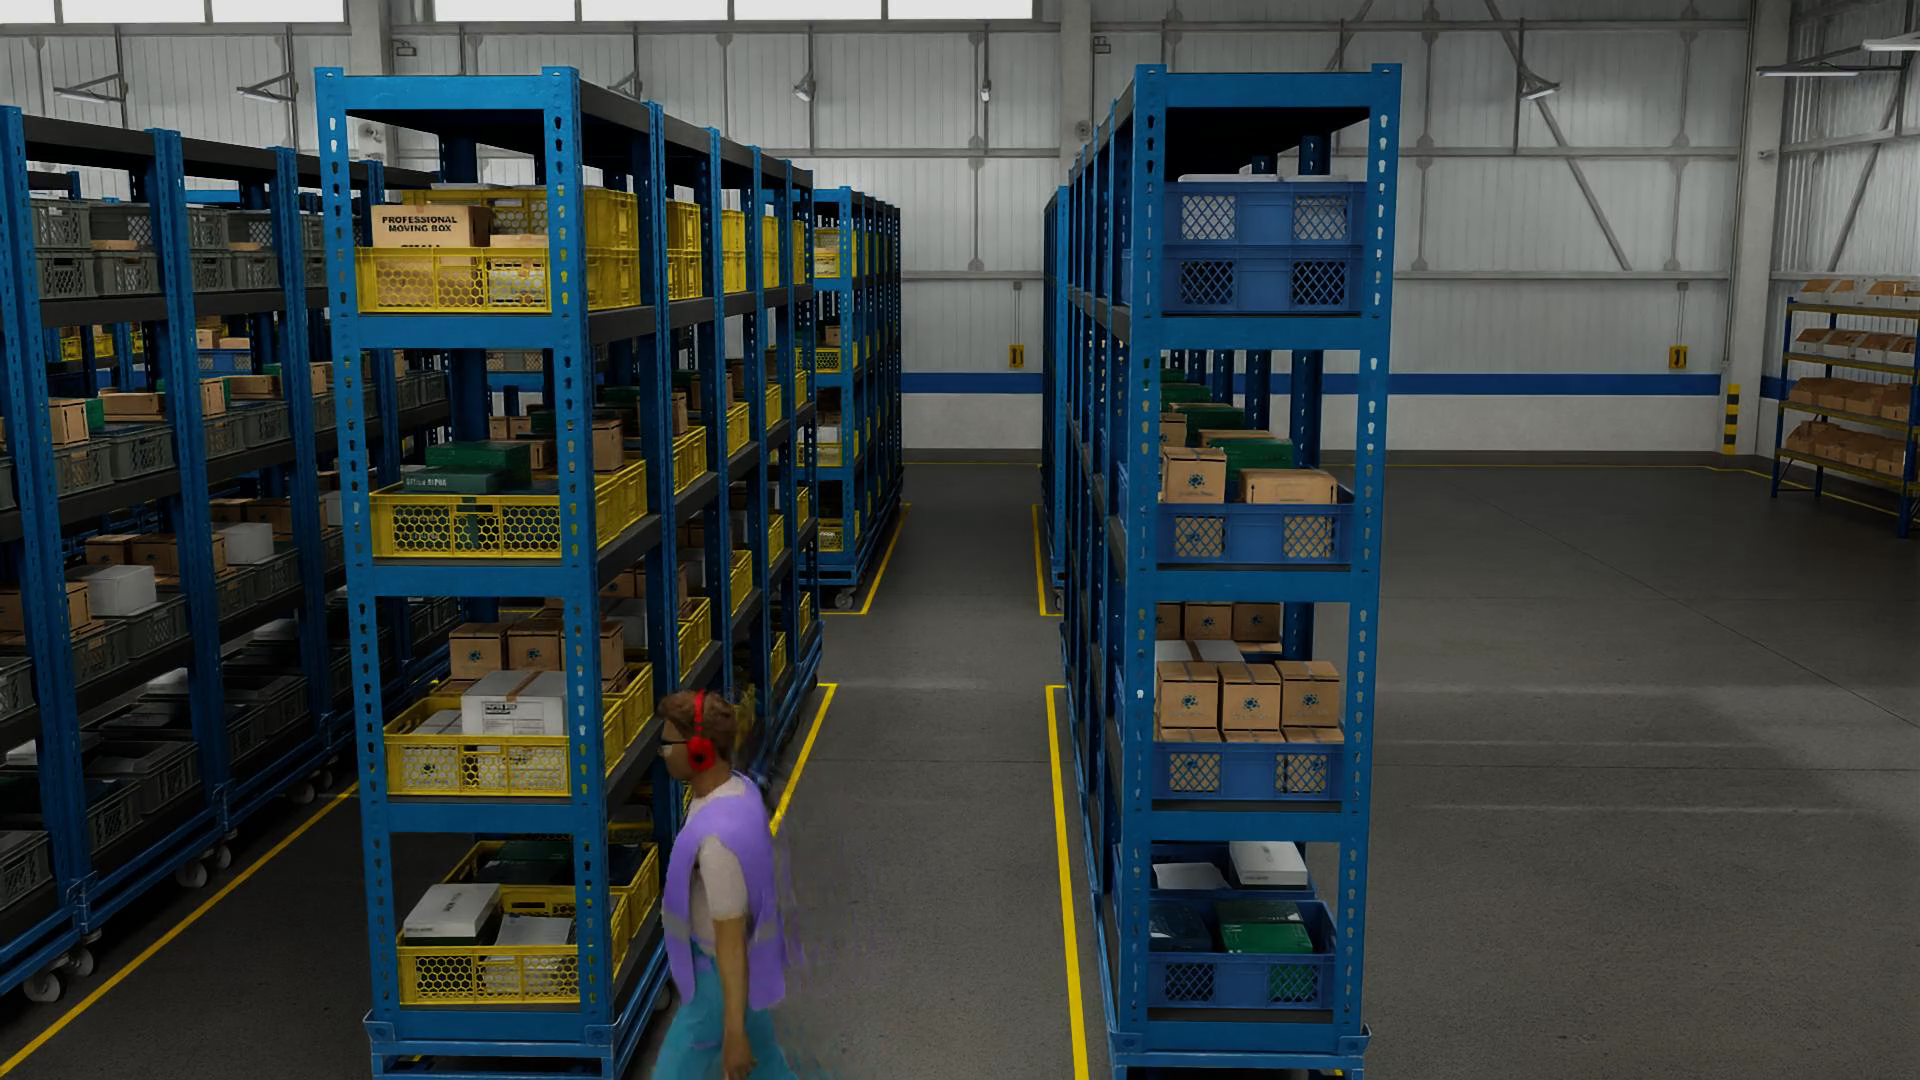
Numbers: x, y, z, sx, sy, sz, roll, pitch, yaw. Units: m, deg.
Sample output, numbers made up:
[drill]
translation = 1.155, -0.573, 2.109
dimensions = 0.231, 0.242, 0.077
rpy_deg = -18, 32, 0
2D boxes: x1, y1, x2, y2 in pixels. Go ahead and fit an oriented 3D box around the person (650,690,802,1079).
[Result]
[person]
translation = -0.700, 1.311, 4.936
dimensions = 0.982, 1.799, 0.588
rpy_deg = 0, 10, -2
